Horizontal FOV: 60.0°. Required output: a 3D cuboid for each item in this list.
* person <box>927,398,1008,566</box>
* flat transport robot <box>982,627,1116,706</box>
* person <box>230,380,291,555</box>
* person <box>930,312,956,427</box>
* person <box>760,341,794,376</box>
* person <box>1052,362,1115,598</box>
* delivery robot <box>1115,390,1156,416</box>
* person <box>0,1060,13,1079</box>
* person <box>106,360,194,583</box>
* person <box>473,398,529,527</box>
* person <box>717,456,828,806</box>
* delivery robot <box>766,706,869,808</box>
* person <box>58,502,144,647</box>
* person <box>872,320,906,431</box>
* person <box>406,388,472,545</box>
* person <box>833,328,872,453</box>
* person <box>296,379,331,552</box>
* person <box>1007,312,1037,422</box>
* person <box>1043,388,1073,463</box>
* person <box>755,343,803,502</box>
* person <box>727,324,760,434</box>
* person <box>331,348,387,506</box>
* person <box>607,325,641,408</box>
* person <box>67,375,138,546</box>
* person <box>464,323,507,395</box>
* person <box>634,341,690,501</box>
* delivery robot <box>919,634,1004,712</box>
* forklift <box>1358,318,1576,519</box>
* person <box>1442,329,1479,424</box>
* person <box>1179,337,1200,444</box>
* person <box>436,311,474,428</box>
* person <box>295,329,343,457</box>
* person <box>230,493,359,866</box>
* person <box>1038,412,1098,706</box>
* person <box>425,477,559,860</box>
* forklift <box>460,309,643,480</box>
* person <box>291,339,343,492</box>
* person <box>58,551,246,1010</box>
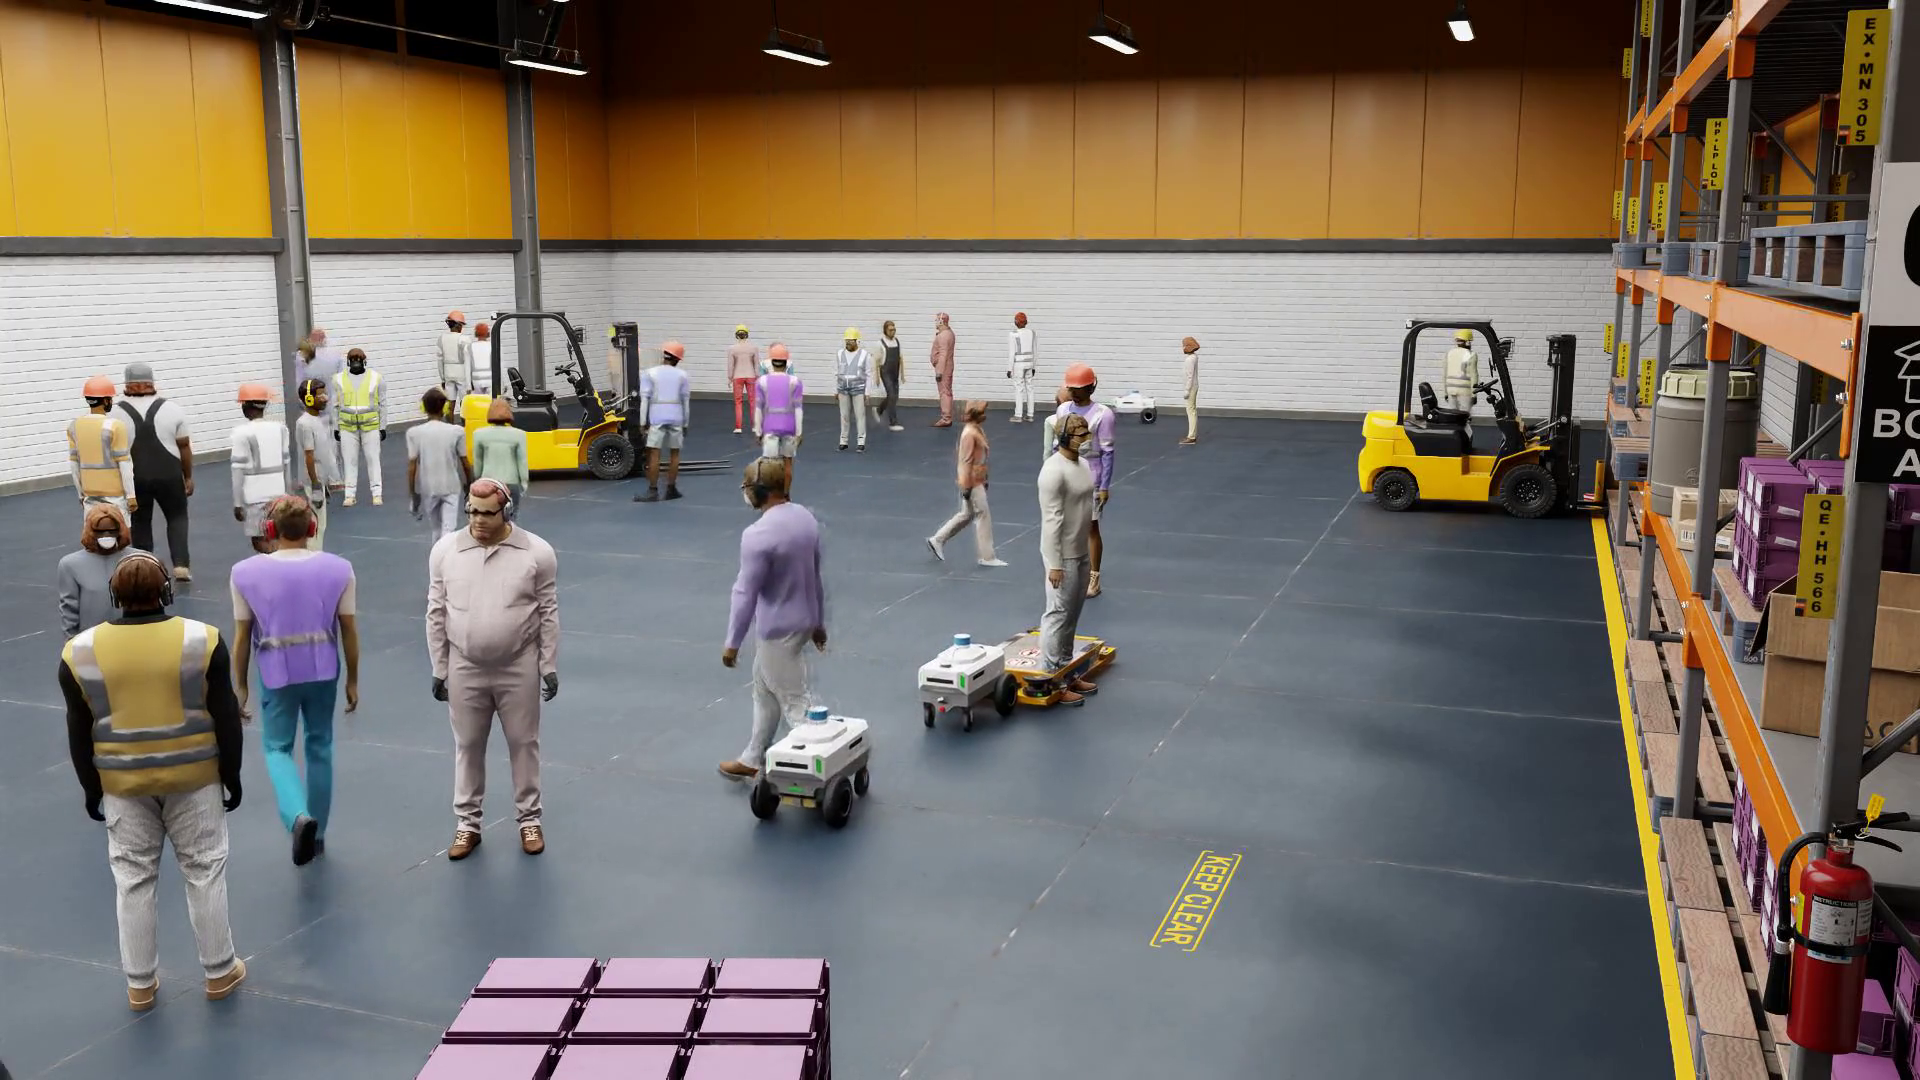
[{"bbox_3d":[0.060,-0.549,15.722,0.733,1.616,0.541,1,10,5],"label":"person"},{"bbox_3d":[0.549,0.861,11.552,0.652,0.197,1.431,4,11,23],"label":"flat transport robot"},{"bbox_3d":[-5.793,-0.379,13.962,0.809,1.909,0.548,5,11,25],"label":"person"},{"bbox_3d":[-0.297,-2.849,27.836,0.406,1.911,0.639,2,10,11],"label":"person"},{"bbox_3d":[-2.656,-2.067,24.196,0.523,1.636,0.310,0,10,1],"label":"person"},{"bbox_3d":[1.030,-0.513,14.326,0.605,2.036,0.388,8,13,39],"label":"person"},{"bbox_3d":[3.001,-2.331,28.452,0.707,0.478,0.477,1,10,7],"label":"delivery robot"},{"bbox_3d":[-2.659,1.306,4.302,0.636,1.953,0.692,6,12,30],"label":"person"},{"bbox_3d":[-7.146,-0.572,14.642,0.715,2.000,0.535,-5,11,-25],"label":"person"},{"bbox_3d":[-4.343,-0.547,15.770,0.508,1.592,0.817,-2,10,-14],"label":"person"},{"bbox_3d":[-1.078,0.492,9.016,0.898,1.901,0.637,4,11,21],"label":"person"},{"bbox_3d":[-0.758,1.137,8.934,0.477,0.478,0.707,3,11,18],"label":"delivery robot"},{"bbox_3d":[-4.680,0.598,9.197,0.499,1.633,0.281,-6,12,-32],"label":"person"},{"bbox_3d":[-1.211,-2.709,27.315,0.754,1.818,0.525,10,14,44],"label":"person"},{"bbox_3d":[-4.471,-0.399,14.318,0.503,1.816,1.023,-1,10,-5],"label":"person"},{"bbox_3d":[-1.581,-2.187,24.355,0.605,1.831,0.409,3,10,15],"label":"person"},{"bbox_3d":[-5.623,-0.478,14.594,0.328,1.872,0.513,-3,10,-16],"label":"person"},{"bbox_3d":[1.066,-2.959,28.519,0.572,1.887,0.355,-6,12,-31],"label":"person"},{"bbox_3d":[1.060,-0.693,16.455,0.513,1.640,0.309,-4,11,-21],"label":"person"},{"bbox_3d":[-2.063,-1.273,18.950,0.549,1.918,0.757,0,10,0],"label":"person"},{"bbox_3d":[-3.483,-2.585,26.774,0.523,1.760,0.329,-3,10,-15],"label":"person"},{"bbox_3d":[-6.989,-1.313,19.371,0.626,1.846,0.429,-2,10,-13],"label":"person"},{"bbox_3d":[-4.891,-2.260,24.589,0.628,1.892,0.779,7,12,36],"label":"person"},{"bbox_3d":[-7.231,-0.425,14.103,0.551,1.936,0.356,2,10,11],"label":"person"},{"bbox_3d":[-7.207,-2.364,25.279,0.581,1.876,0.572,-1,10,-4],"label":"person"},{"bbox_3d":[-3.565,-1.405,19.782,0.734,1.889,0.444,-3,10,-16],"label":"person"},{"bbox_3d":[0.013,0.844,10.588,0.477,0.478,0.707,4,11,23],"label":"delivery robot"},{"bbox_3d":[5.787,-1.437,19.079,2.313,2.155,1.214,3,11,19],"label":"forklift"},{"bbox_3d":[7.293,-2.160,24.181,0.404,1.827,0.600,-7,12,-34],"label":"person"},{"bbox_3d":[3.517,-2.289,25.457,0.288,1.633,0.497,3,10,14],"label":"person"},{"bbox_3d":[-7.661,-2.476,25.388,0.605,2.033,0.392,3,10,16],"label":"person"},{"bbox_3d":[-8.877,-1.984,23.098,0.652,1.867,0.603,-8,13,-36],"label":"person"},{"bbox_3d":[-3.227,0.690,8.123,0.587,1.831,0.624,-5,11,-28],"label":"person"},{"bbox_3d":[0.722,0.115,11.055,0.362,1.939,0.635,4,11,23],"label":"person"},{"bbox_3d":[-2.310,0.634,8.246,0.637,1.902,0.406,-2,10,-9],"label":"person"},{"bbox_3d":[-5.354,-1.902,21.697,2.313,2.155,1.214,-2,10,-13],"label":"forklift"},{"bbox_3d":[-7.962,-1.507,20.312,0.782,1.896,0.668,-2,10,-8],"label":"person"},{"bbox_3d":[-3.178,0.951,6.618,0.627,1.847,0.429,-3,11,-17],"label":"person"}]
